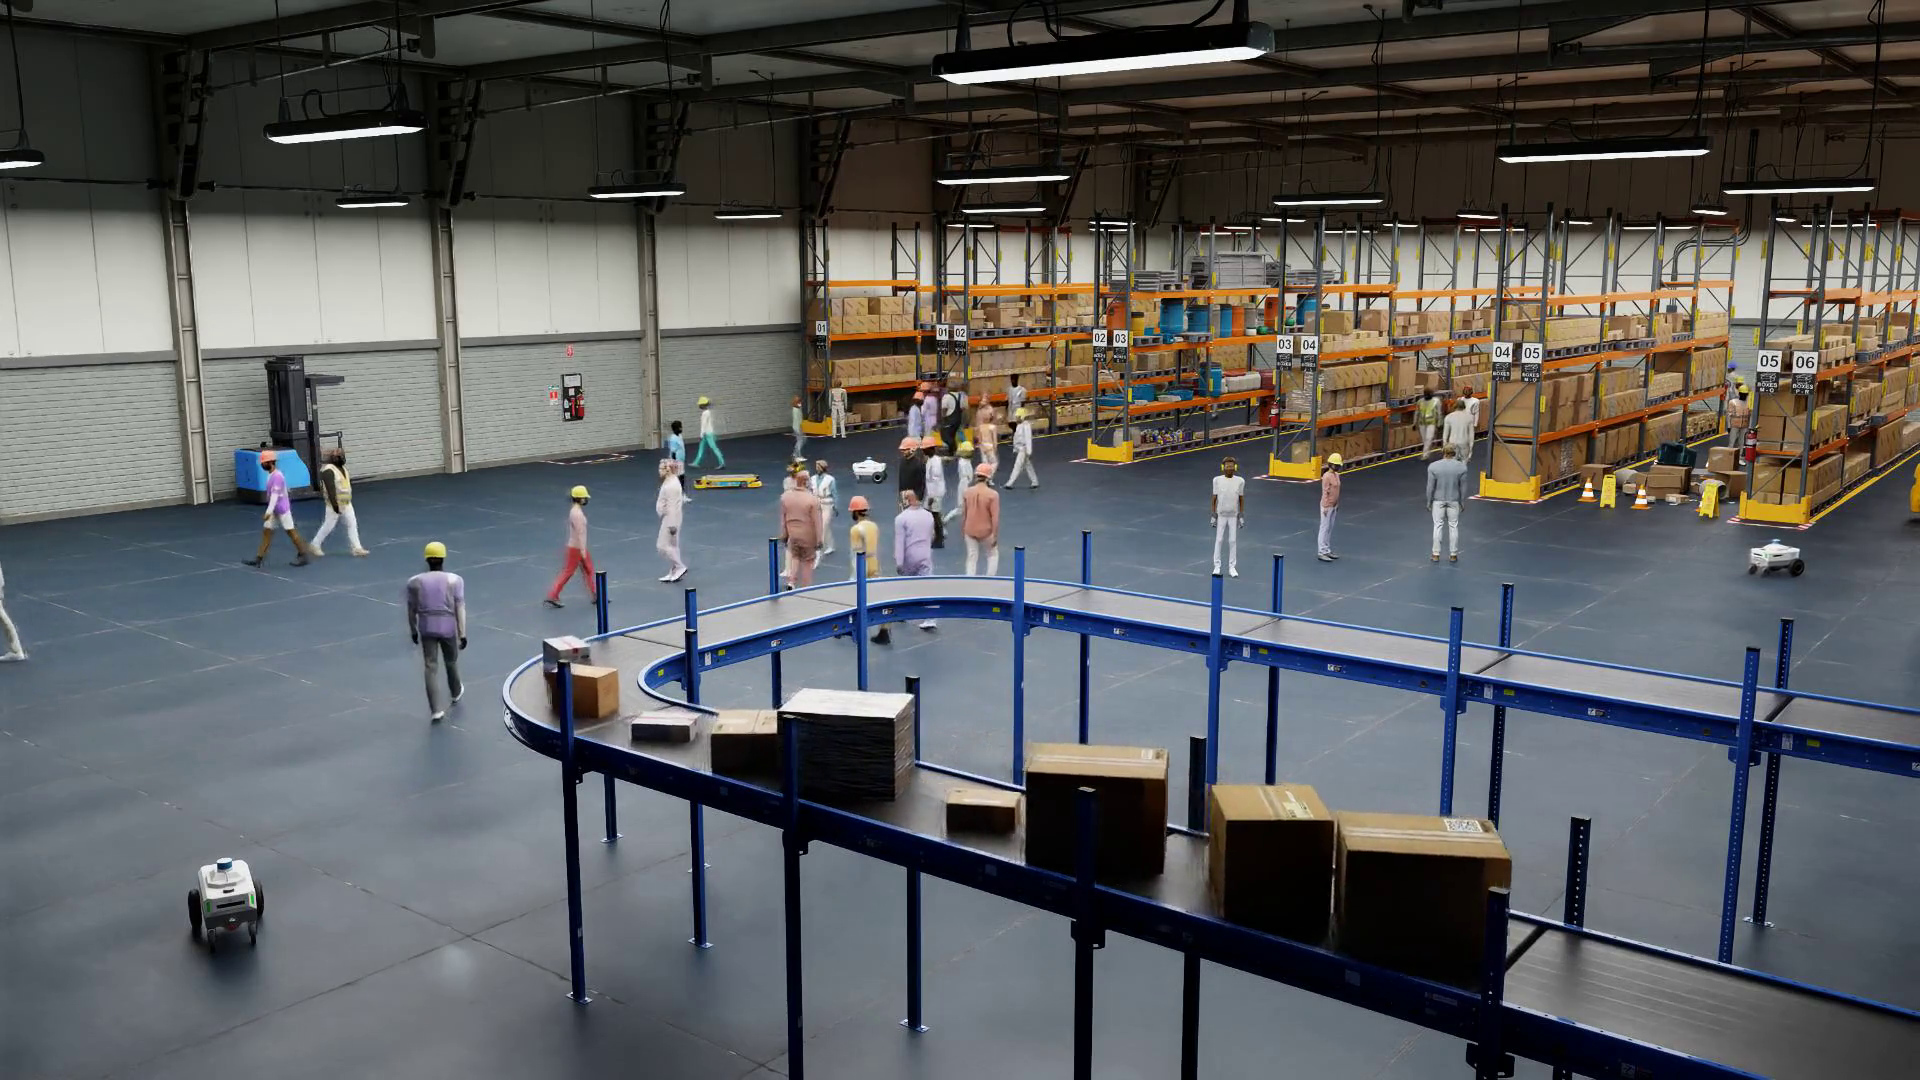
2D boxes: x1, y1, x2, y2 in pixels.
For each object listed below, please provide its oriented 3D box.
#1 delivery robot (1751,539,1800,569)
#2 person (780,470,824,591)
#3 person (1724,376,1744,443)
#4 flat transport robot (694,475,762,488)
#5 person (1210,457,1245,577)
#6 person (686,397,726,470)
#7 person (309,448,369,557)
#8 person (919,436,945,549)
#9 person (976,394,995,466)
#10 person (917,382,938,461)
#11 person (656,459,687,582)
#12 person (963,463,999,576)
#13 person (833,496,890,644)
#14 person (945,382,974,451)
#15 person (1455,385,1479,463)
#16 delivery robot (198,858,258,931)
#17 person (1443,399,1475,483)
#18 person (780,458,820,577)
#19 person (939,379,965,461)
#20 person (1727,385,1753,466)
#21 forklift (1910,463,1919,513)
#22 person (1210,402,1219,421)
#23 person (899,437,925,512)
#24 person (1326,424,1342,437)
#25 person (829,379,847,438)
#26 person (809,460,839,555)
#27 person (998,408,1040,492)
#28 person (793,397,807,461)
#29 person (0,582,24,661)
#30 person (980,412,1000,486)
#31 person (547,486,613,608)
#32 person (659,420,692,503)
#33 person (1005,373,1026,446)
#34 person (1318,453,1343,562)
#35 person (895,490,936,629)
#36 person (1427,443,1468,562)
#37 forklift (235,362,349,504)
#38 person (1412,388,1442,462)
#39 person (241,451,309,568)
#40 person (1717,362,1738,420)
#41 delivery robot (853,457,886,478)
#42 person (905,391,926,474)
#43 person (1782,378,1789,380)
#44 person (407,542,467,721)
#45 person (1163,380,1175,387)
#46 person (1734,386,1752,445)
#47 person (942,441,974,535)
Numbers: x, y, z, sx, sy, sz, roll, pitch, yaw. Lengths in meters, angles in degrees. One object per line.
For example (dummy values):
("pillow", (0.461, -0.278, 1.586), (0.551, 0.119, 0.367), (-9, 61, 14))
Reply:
("delivery robot", (12.734, 0.235, 24.434), (0.707, 0.478, 0.477), (-3, 11, -18))
("person", (-2.243, -0.064, 22.502), (0.665, 1.888, 0.433), (5, 11, 27))
("person", (21.095, -3.569, 42.479), (0.590, 1.804, 0.782), (7, 12, 34))
("flat transport robot", (-5.046, -1.280, 34.022), (1.431, 0.197, 0.652), (-2, 10, -10))
("person", (4.150, -0.366, 24.260), (0.521, 1.871, 0.325), (1, 10, 4))
("person", (-5.949, -2.494, 36.682), (0.964, 1.714, 0.535), (-1, 10, -5))
("person", (-10.355, -0.620, 25.895), (0.917, 1.808, 0.630), (2, 10, 9))
("person", (-0.470, -0.815, 26.667), (0.454, 1.915, 0.578), (-3, 10, -15))
("person", (0.535, -2.450, 36.012), (0.406, 1.875, 0.797), (-3, 11, -18))
("person", (-0.864, -2.765, 37.364), (0.978, 2.003, 0.627), (4, 11, 23))
("person", (-4.423, -0.287, 23.742), (0.428, 1.892, 0.676), (-2, 10, -10))
("person", (0.335, -0.134, 22.665), (0.638, 1.966, 0.723), (5, 11, 26))
("person", (-1.292, 0.376, 20.051), (0.989, 1.878, 0.569), (6, 12, 32))
("person", (-0.003, -3.194, 40.471), (1.005, 1.764, 0.571), (-7, 12, -34))
("person", (12.312, -2.824, 38.064), (0.573, 1.883, 0.356), (7, 12, 36))
("delivery robot", (-5.329, 2.556, 11.370), (0.477, 0.478, 0.707), (-5, 11, -29))
("person", (10.799, -2.100, 33.876), (0.659, 1.916, 0.787), (4, 11, 21))
("person", (-2.521, -0.383, 24.442), (0.521, 1.849, 0.803), (6, 12, 32))
("person", (-0.184, -2.918, 38.264), (0.700, 2.000, 0.695), (9, 13, 41))
("person", (18.707, -2.753, 37.527), (0.588, 1.930, 0.359), (1, 10, 3))
("forklift", (19.034, -1.348, 28.998), (2.313, 2.155, 1.214), (8, 13, 37))
("person", (7.864, -4.587, 48.211), (0.596, 1.807, 0.735), (6, 12, 29))
("person", (-0.824, -0.700, 25.789), (0.395, 1.993, 0.614), (-7, 12, -36))
("person", (9.640, -3.241, 40.095), (0.400, 1.990, 0.622), (-7, 12, -36))
("person", (-3.373, -3.624, 43.246), (0.517, 1.639, 0.313), (1, 10, 4))
("person", (-2.318, -0.513, 25.829), (0.542, 1.590, 0.864), (7, 12, 33))
("person", (1.279, -1.912, 33.217), (0.948, 1.777, 0.610), (-2, 10, -12))
("person", (-3.934, -2.720, 38.281), (0.321, 1.598, 0.585), (2, 10, 12))
("person", (-11.928, 0.594, 18.983), (0.969, 1.816, 0.560), (-1, 10, -8))
("person", (0.634, -1.966, 33.923), (0.536, 1.626, 0.371), (10, 14, 44))
("person", (-5.444, 0.085, 22.137), (0.897, 1.726, 0.541), (-2, 10, -13))
("person", (-5.790, -1.606, 31.780), (0.623, 1.677, 0.542), (0, 10, -2))
("person", (1.488, -3.476, 41.559), (0.631, 1.939, 0.595), (6, 12, 32))
("person", (6.073, -0.544, 25.582), (0.337, 1.759, 0.525), (7, 12, 35))
("person", (-0.636, 0.256, 20.860), (0.658, 1.848, 0.991), (-7, 12, -35))
("person", (7.918, -0.618, 25.498), (0.629, 1.935, 0.371), (2, 10, 11))
("forklift", (-13.803, -2.244, 32.110), (1.129, 2.768, 1.873), (8, 13, 37))
("person", (11.379, -2.811, 38.239), (0.665, 1.789, 0.944), (9, 14, 42))
("person", (-10.926, -0.482, 24.896), (1.020, 1.874, 0.563), (-9, 14, -42))
("person", (22.749, -4.321, 46.412), (0.988, 1.899, 0.647), (5, 11, 25))
("delivery robot", (-2.018, -1.595, 34.738), (0.707, 0.478, 0.477), (1, 10, 8))
("person", (-0.917, -2.448, 35.880), (0.873, 1.897, 0.563), (0, 10, 2))
("person", (21.468, -3.293, 40.817), (0.955, 1.835, 0.610), (-6, 12, -31))
("person", (-5.615, 0.943, 16.862), (0.615, 1.873, 0.969), (-2, 10, -8))
("person", (7.073, -5.504, 53.047), (0.704, 1.923, 0.644), (-8, 13, -39))
("person", (20.736, -3.288, 41.451), (0.715, 1.605, 0.509), (-9, 14, -42))
("person", (0.038, -0.909, 27.751), (0.785, 1.718, 0.488), (2, 10, 14))
